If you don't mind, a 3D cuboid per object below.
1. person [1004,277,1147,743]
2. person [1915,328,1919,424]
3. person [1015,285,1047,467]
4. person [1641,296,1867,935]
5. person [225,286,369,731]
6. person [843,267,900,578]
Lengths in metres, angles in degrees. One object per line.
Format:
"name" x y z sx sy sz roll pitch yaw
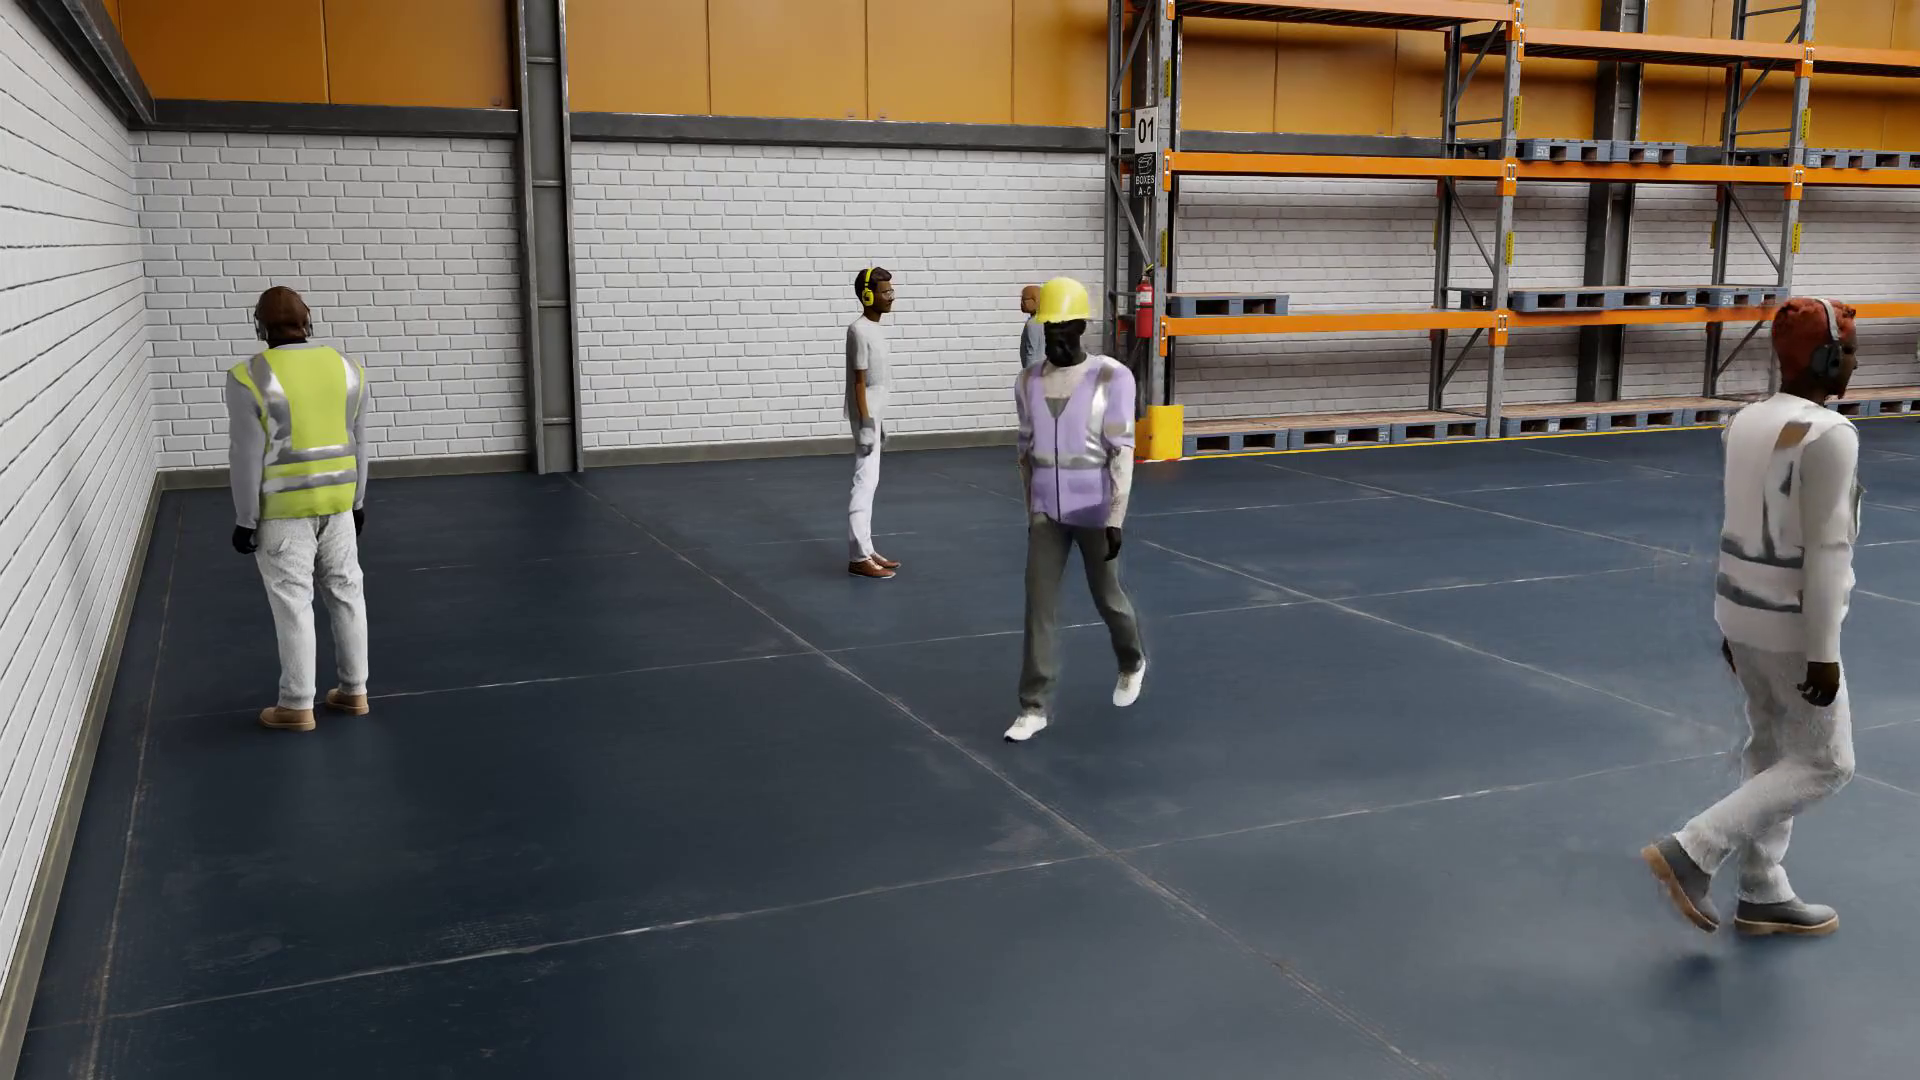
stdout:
"person" 0.505 -0.156 6.983 0.606 1.890 0.963 6 12 31
"person" 10.838 -2.078 18.366 0.504 1.632 0.270 3 11 15
"person" 0.659 -1.470 14.975 0.286 1.636 0.500 2 10 14
"person" 2.291 0.248 4.732 0.534 1.871 0.580 0 10 0
"person" -2.756 -0.127 6.934 0.430 1.841 0.624 7 12 34
"person" -0.531 -0.715 10.118 0.336 1.873 0.521 1 10 8
